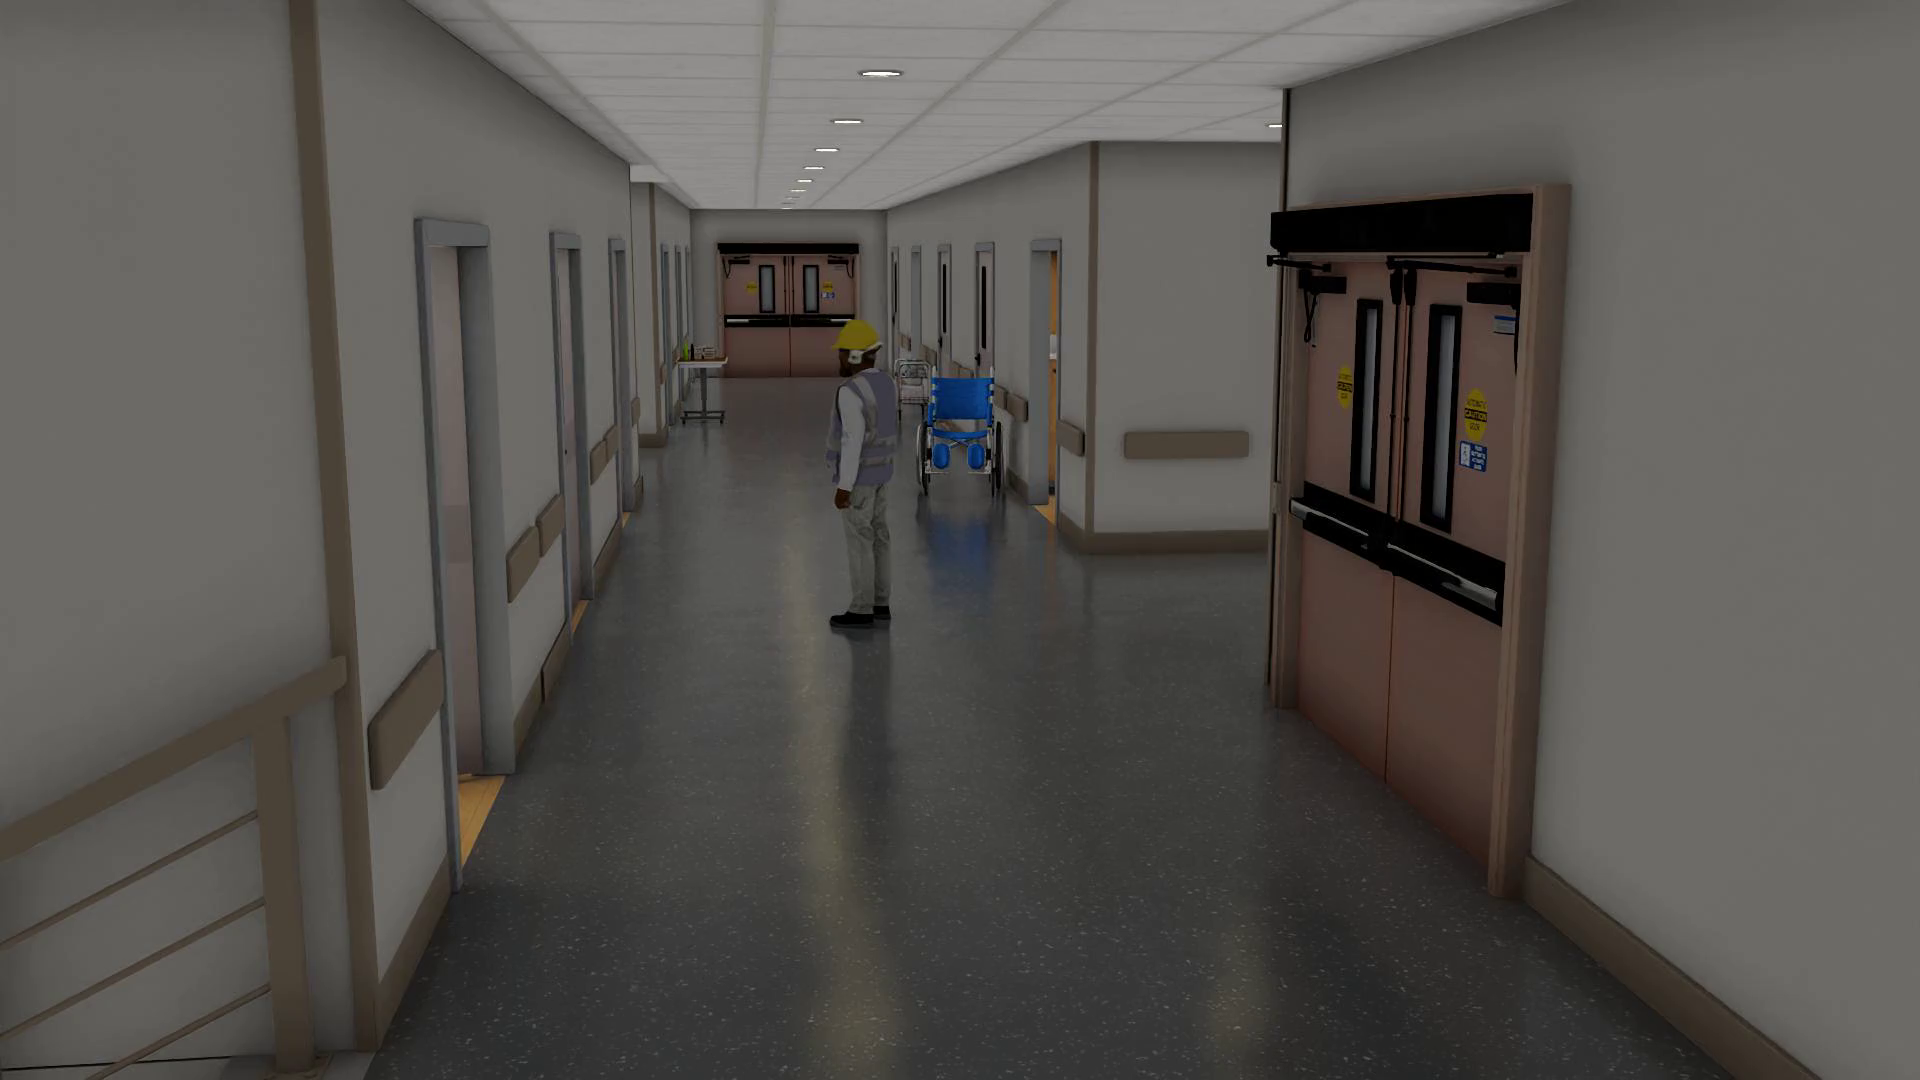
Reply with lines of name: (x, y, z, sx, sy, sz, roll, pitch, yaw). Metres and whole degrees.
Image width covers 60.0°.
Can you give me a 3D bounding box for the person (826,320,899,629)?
person: (-0.592, -0.389, 9.905, 0.404, 1.829, 0.602, 4, 11, 22)
